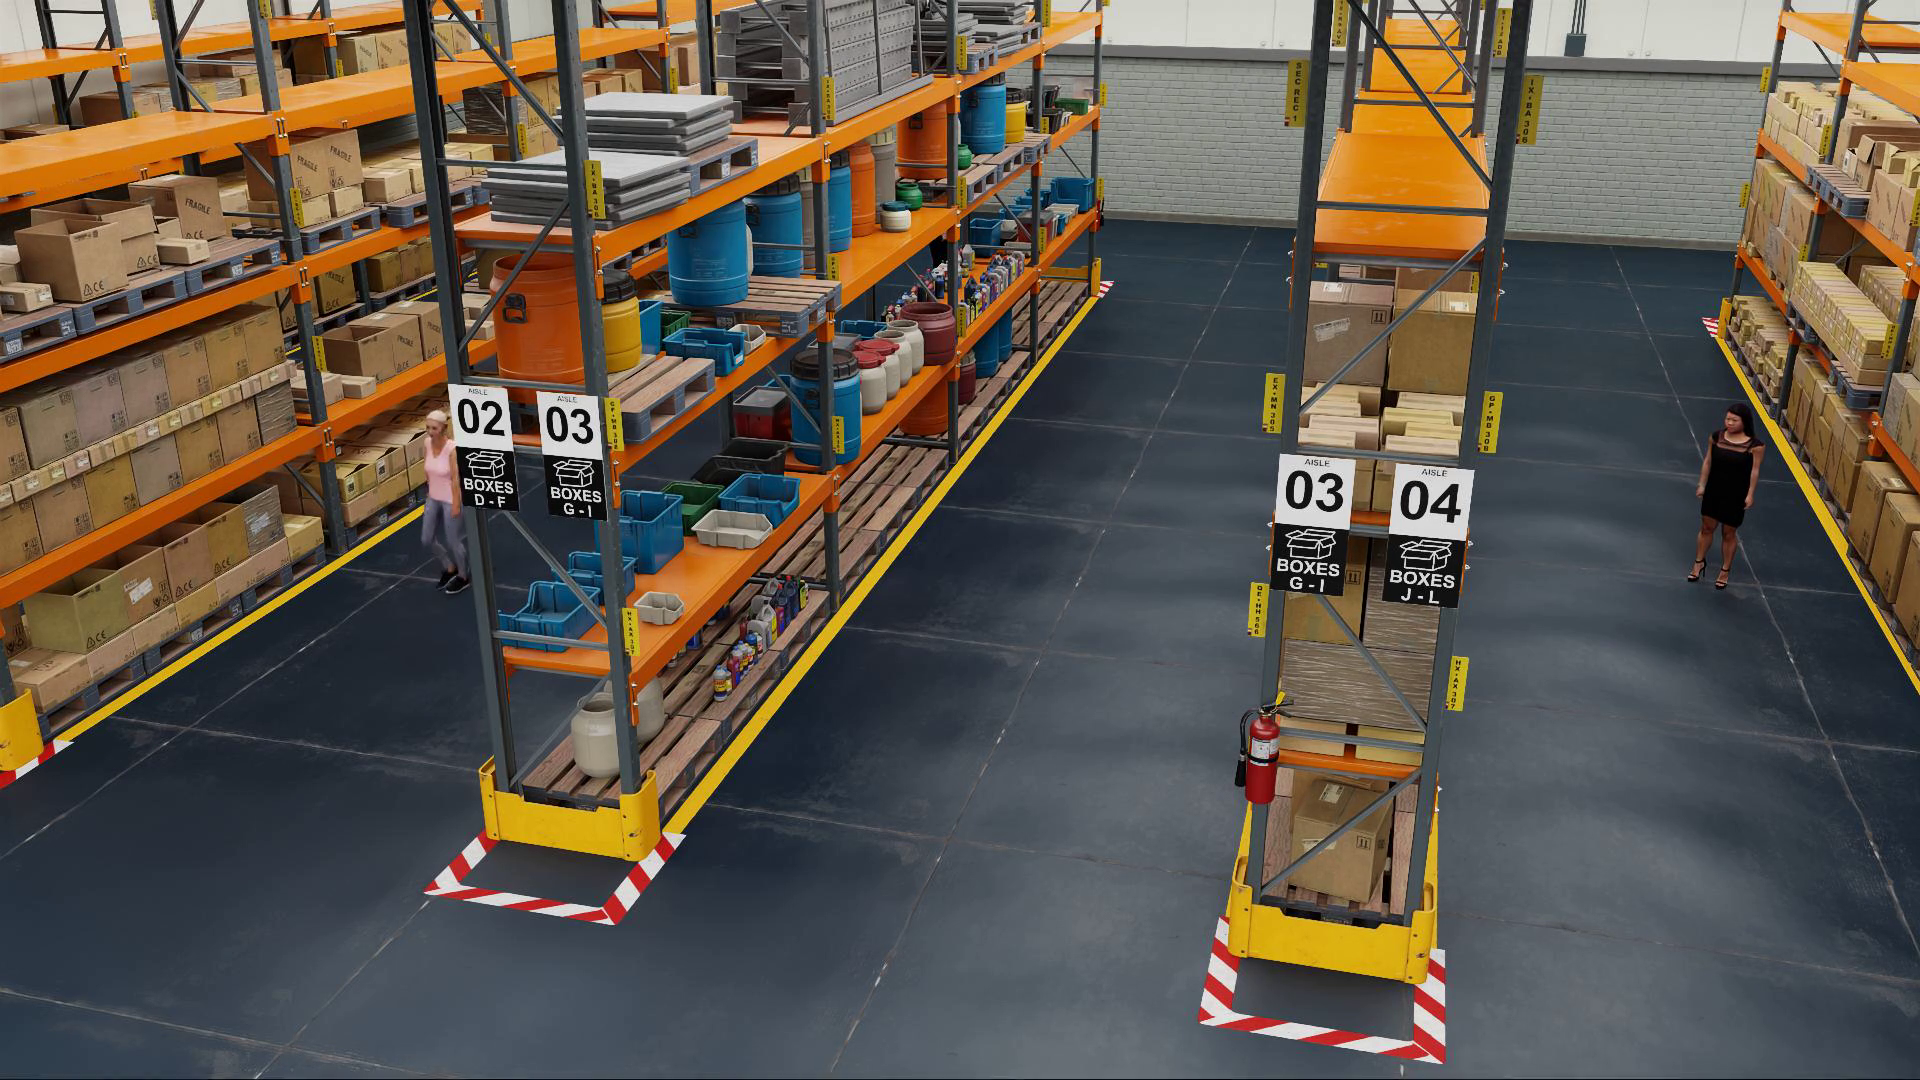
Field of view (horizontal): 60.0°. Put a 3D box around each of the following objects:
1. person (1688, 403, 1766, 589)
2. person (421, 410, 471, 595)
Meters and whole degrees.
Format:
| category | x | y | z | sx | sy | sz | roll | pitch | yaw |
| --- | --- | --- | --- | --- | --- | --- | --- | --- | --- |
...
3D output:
| category | x | y | z | sx | sy | sz | roll | pitch | yaw |
| --- | --- | --- | --- | --- | --- | --- | --- | --- | --- |
| person | 6.839 | -0.400 | 14.845 | 0.774 | 1.716 | 0.761 | -20 | 30 | -41 |
| person | -4.506 | -0.364 | 14.767 | 0.616 | 1.708 | 0.632 | 11 | 25 | 25 |
